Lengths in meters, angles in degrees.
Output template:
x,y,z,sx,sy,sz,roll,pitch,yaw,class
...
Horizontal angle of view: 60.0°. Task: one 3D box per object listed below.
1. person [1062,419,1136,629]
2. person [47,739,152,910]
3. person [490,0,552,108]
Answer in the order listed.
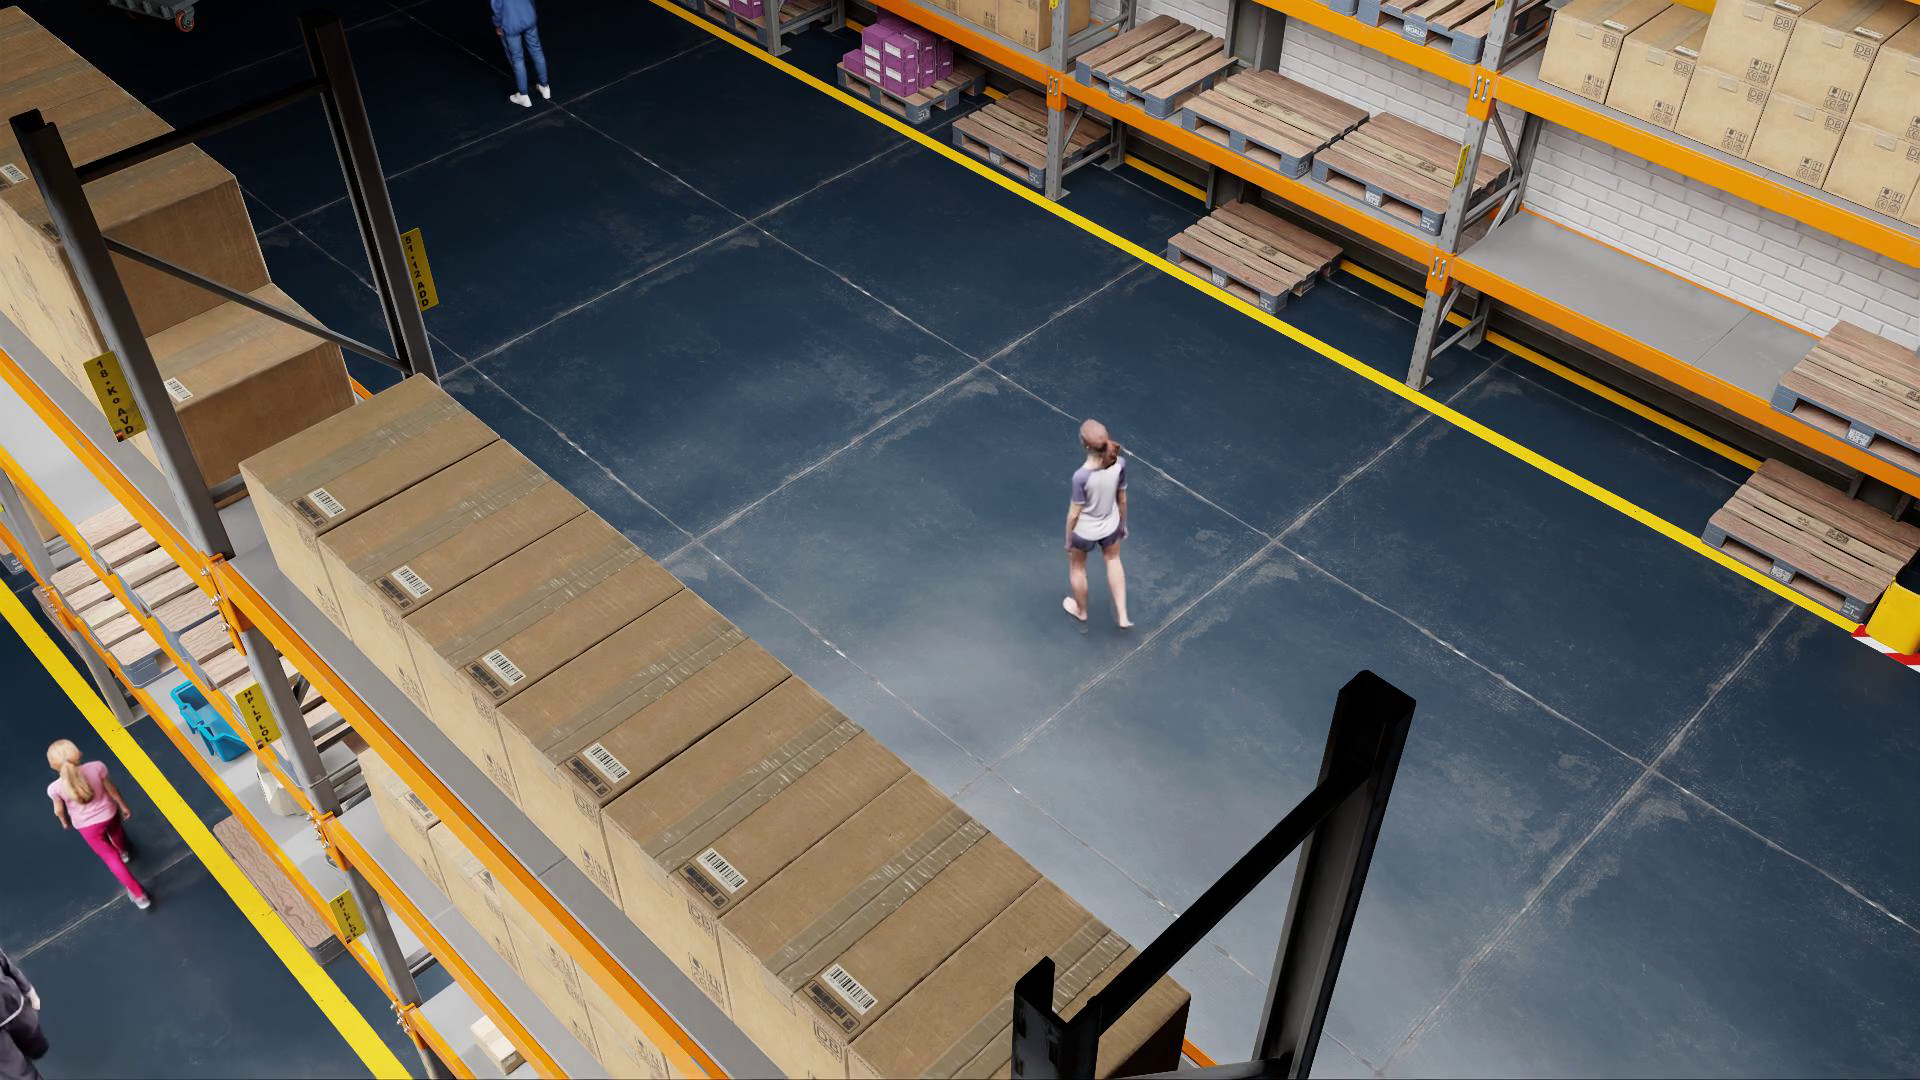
x,y,z,sx,sy,sz,roll,pitch,yaw,class
0.927,-0.070,11.008,0.762,1.751,0.884,-12,45,-13,person
-4.952,1.640,9.580,0.884,1.245,0.503,32,52,29,person
-4.348,-5.134,16.280,0.672,1.811,0.565,-32,52,-29,person
